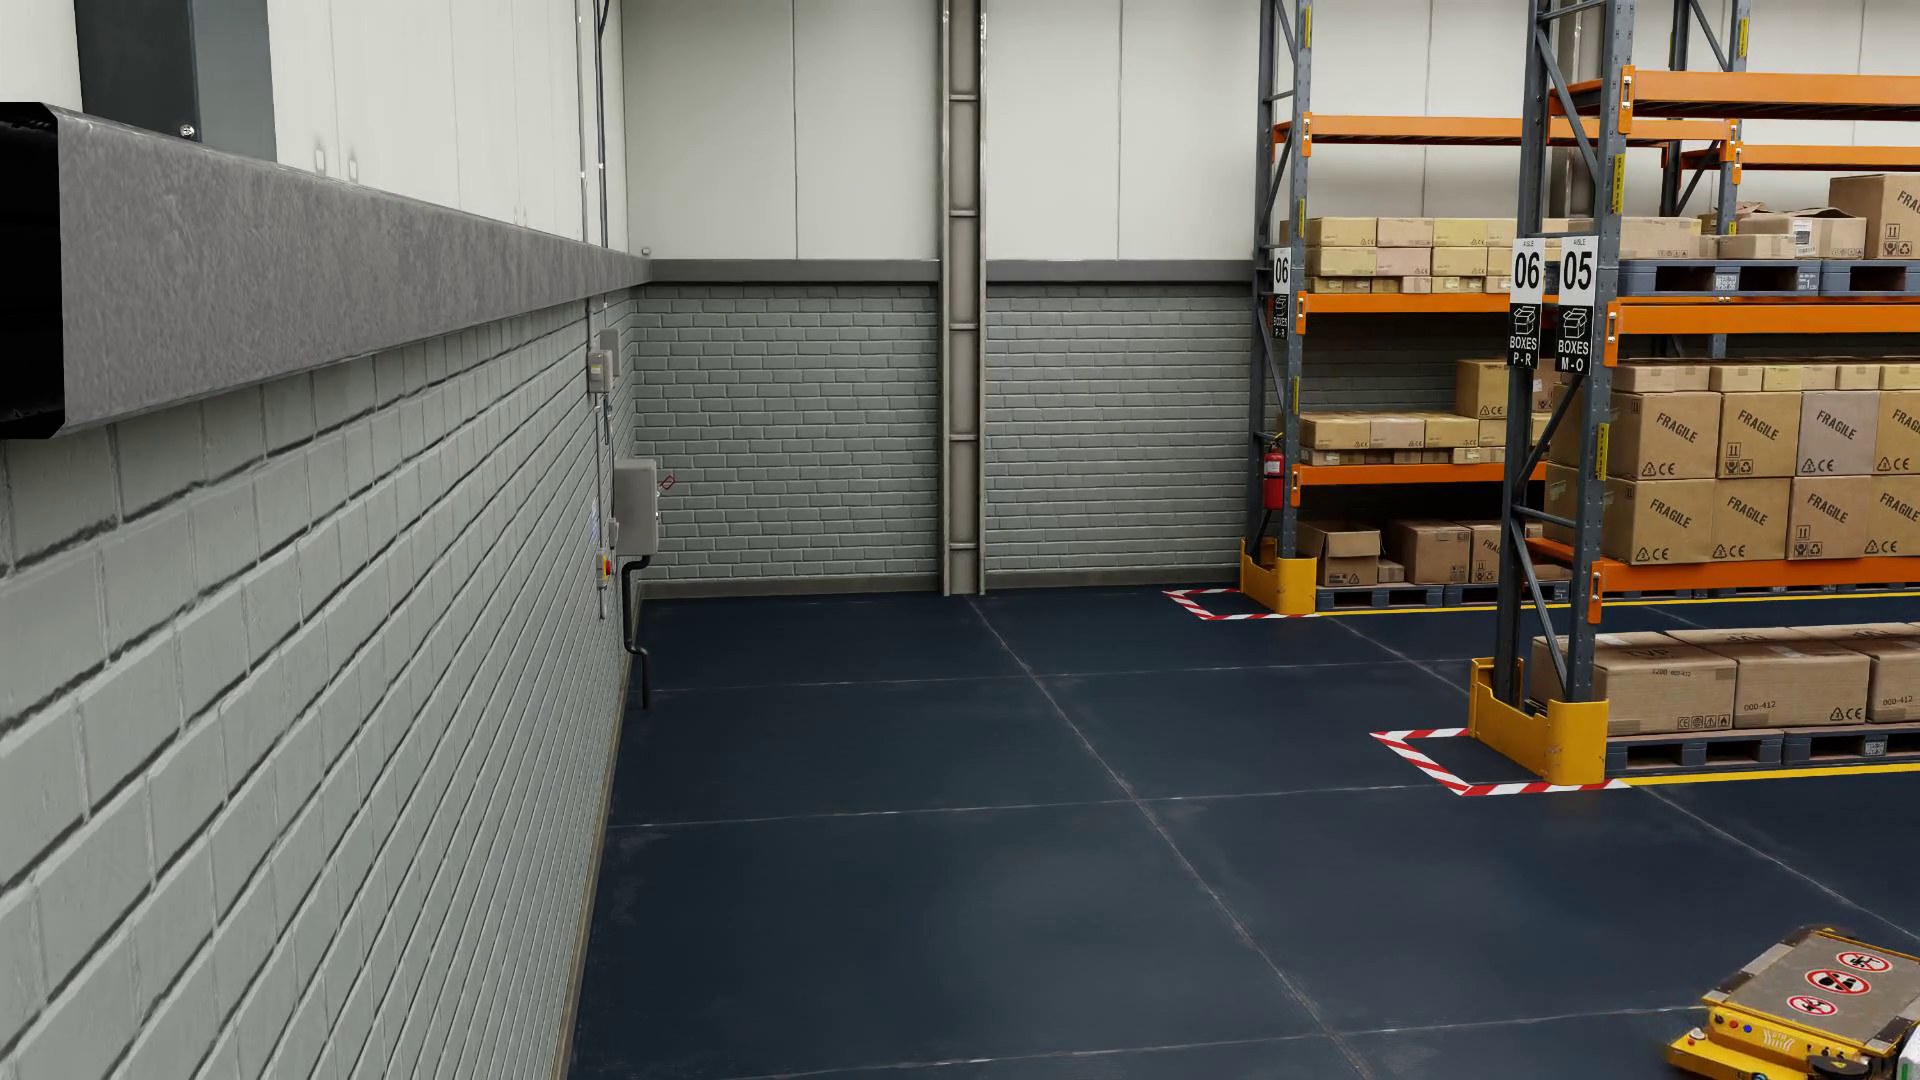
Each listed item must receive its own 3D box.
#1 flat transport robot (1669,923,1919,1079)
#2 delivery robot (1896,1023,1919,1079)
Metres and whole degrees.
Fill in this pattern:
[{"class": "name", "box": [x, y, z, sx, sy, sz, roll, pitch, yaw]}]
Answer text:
[{"class": "flat transport robot", "box": [3.417, 1.850, 6.527, 1.431, 0.197, 0.652, -9, 13, -43]}, {"class": "delivery robot", "box": [3.472, 1.793, 5.718, 0.477, 0.478, 0.707, 7, 12, 39]}]
